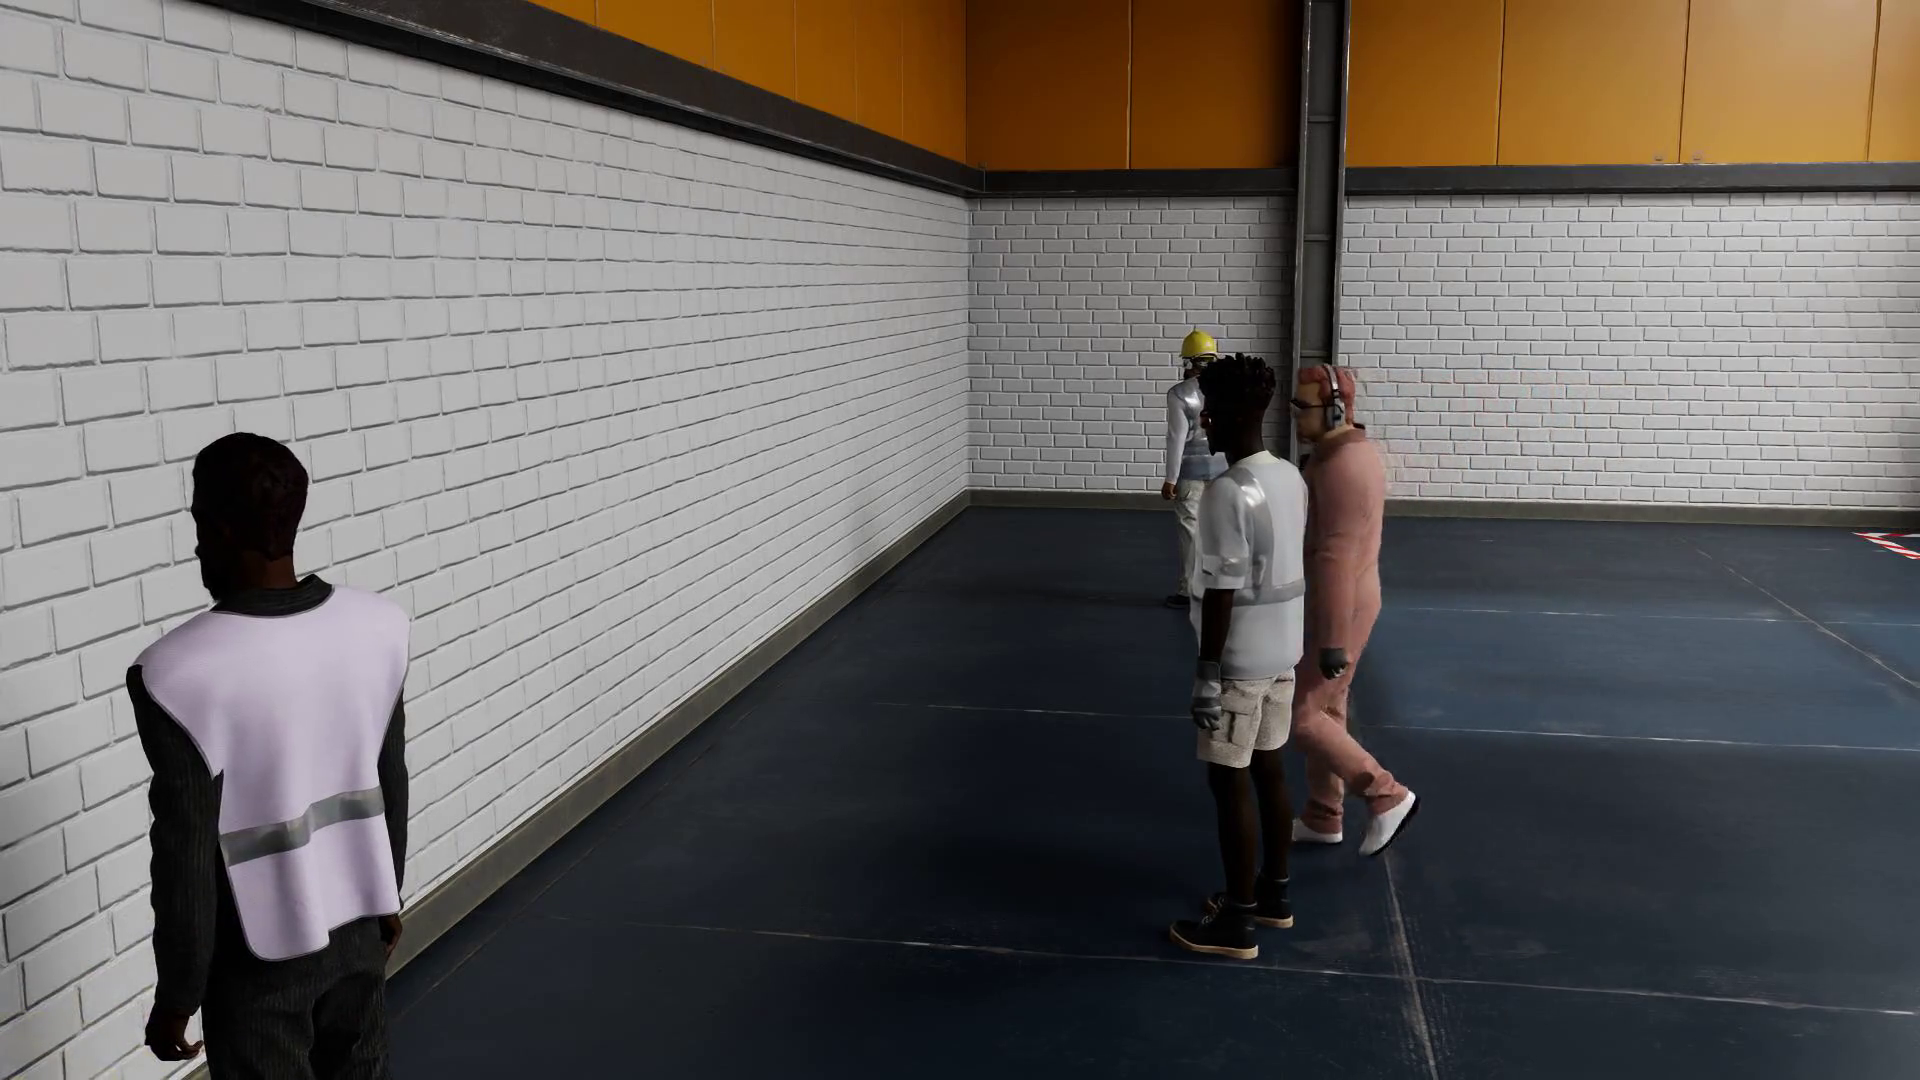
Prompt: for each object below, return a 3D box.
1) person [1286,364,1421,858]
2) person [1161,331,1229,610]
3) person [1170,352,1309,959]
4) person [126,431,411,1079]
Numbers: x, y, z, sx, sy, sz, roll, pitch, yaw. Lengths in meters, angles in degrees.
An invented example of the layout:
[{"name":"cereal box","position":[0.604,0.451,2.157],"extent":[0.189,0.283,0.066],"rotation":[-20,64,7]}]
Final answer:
[{"name":"person","position":[1.426,0.282,6.228],"extent":[0.511,1.885,0.685],"rotation":[3,10,20]},{"name":"person","position":[1.562,-0.455,10.953],"extent":[0.600,1.830,0.403],"rotation":[-6,11,-34]},{"name":"person","position":[0.926,0.371,5.447],"extent":[0.375,1.958,0.606],"rotation":[6,11,33]},{"name":"person","position":[-1.293,0.749,3.210],"extent":[0.388,1.921,0.593],"rotation":[4,10,25]}]
